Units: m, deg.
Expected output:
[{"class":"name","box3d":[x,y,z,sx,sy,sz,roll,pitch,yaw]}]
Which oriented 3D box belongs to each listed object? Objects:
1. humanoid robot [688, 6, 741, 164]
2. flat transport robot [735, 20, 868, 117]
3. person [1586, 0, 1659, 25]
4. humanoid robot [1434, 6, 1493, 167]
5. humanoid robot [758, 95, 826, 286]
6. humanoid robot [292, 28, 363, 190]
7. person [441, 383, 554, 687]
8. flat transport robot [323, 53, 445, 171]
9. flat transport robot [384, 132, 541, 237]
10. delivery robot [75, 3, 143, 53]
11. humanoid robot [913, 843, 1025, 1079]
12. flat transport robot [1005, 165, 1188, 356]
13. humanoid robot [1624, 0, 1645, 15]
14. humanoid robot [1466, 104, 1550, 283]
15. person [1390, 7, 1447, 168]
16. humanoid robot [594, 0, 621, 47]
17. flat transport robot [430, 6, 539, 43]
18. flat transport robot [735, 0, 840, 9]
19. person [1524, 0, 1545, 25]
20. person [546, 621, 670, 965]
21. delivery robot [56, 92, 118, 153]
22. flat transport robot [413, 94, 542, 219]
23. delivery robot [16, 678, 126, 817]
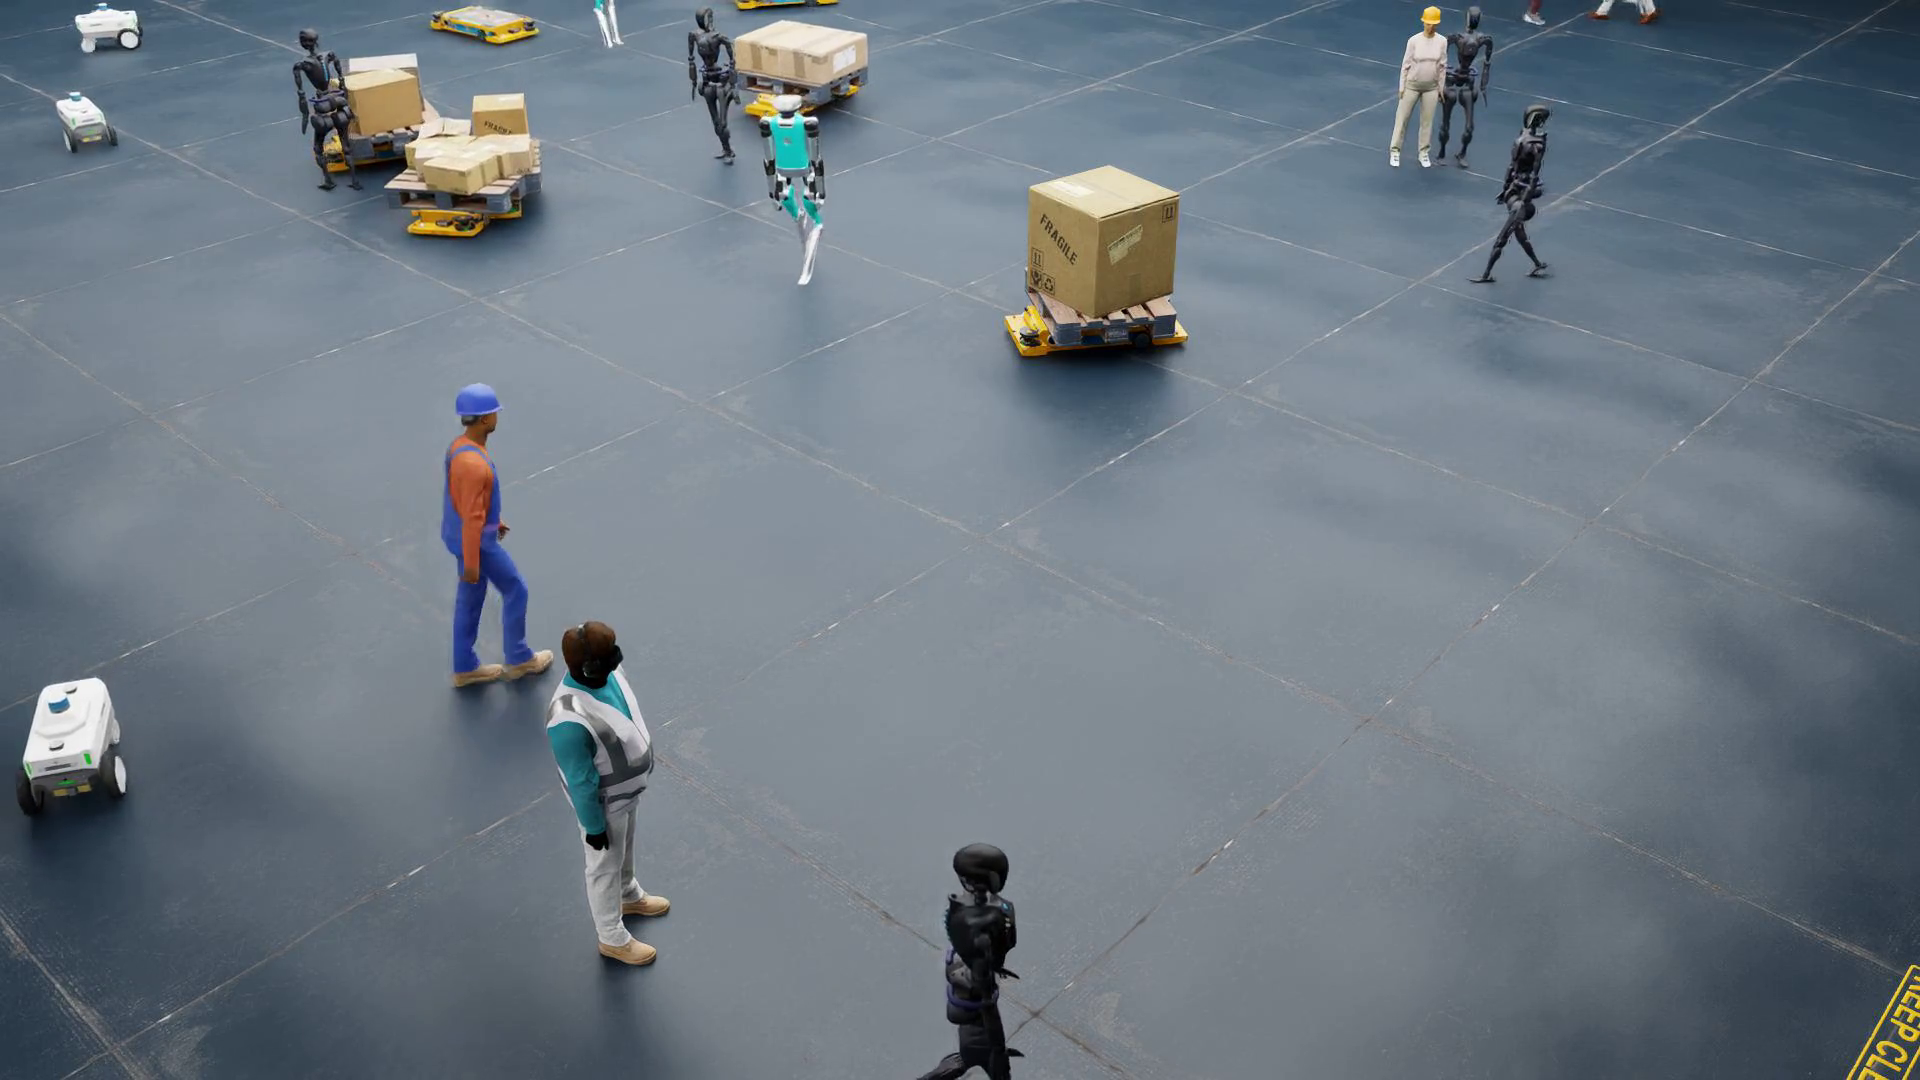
[{"class":"humanoid robot","box3d":[-2.575,-4.840,17.617,0.600,1.635,0.439,13,34,19]},{"class":"flat transport robot","box3d":[-1.857,-5.258,19.621,0.659,0.231,1.431,17,36,26]},{"class":"person","box3d":[9.108,-7.905,22.440,0.869,1.796,0.530,8,33,13]},{"class":"humanoid robot","box3d":[5.263,-4.758,17.472,0.599,1.651,0.326,-1,32,-1]},{"class":"humanoid robot","box3d":[-1.411,-3.193,14.958,0.551,1.821,0.898,5,32,8]},{"class":"humanoid robot","box3d":[-6.418,-4.364,16.851,0.441,1.642,0.587,21,37,30]},{"class":"person","box3d":[-2.774,-0.004,9.657,0.705,1.854,0.557,-16,35,-24]},{"class":"flat transport robot","box3d":[-6.184,-4.298,18.075,1.431,0.231,0.659,-16,35,-24]},{"class":"flat transport robot","box3d":[-4.898,-3.367,16.577,0.659,0.231,1.431,5,32,7]},{"class":"delivery robot","box3d":[-11.061,-6.661,21.596,0.756,0.580,0.499,-11,33,-17]},{"class":"humanoid robot","box3d":[0.025,1.879,6.804,0.643,1.635,0.603,-1,32,-1]},{"class":"flat transport robot","box3d":[1.146,-1.836,14.111,1.431,0.231,0.659,-6,32,-9]},{"class":"humanoid robot","box3d":[9.379,-8.125,22.859,0.815,1.792,0.559,21,38,30]},{"class":"humanoid robot","box3d":[5.028,-3.077,14.822,0.770,1.640,0.599,-2,32,-3]},{"class":"person","box3d":[4.839,-4.746,17.452,0.461,1.688,0.341,2,32,3]},{"class":"humanoid robot","box3d":[-4.580,-7.253,21.472,0.532,1.813,0.688,-19,37,-28]},{"class":"flat transport robot","box3d":[-6.377,-6.906,22.274,1.431,0.231,0.659,21,38,30]},{"class":"flat transport robot","box3d":[-2.475,-7.764,23.656,1.431,0.231,0.659,-8,33,-12]},{"class":"person","box3d":[7.898,-7.835,22.321,0.533,1.781,0.577,22,38,31]},{"class":"person","box3d":[-1.633,1.167,7.783,0.429,1.845,0.630,2,32,4]},{"class":"delivery robot","box3d":[-9.662,-4.614,18.319,0.499,0.601,0.798,-22,38,-31]},{"class":"flat transport robot","box3d":[-4.846,-3.569,16.902,0.659,0.231,1.431,-6,32,-10]},{"class":"delivery robot","box3d":[-4.863,1.117,9.102,0.499,0.613,0.811,-9,33,-15]}]
